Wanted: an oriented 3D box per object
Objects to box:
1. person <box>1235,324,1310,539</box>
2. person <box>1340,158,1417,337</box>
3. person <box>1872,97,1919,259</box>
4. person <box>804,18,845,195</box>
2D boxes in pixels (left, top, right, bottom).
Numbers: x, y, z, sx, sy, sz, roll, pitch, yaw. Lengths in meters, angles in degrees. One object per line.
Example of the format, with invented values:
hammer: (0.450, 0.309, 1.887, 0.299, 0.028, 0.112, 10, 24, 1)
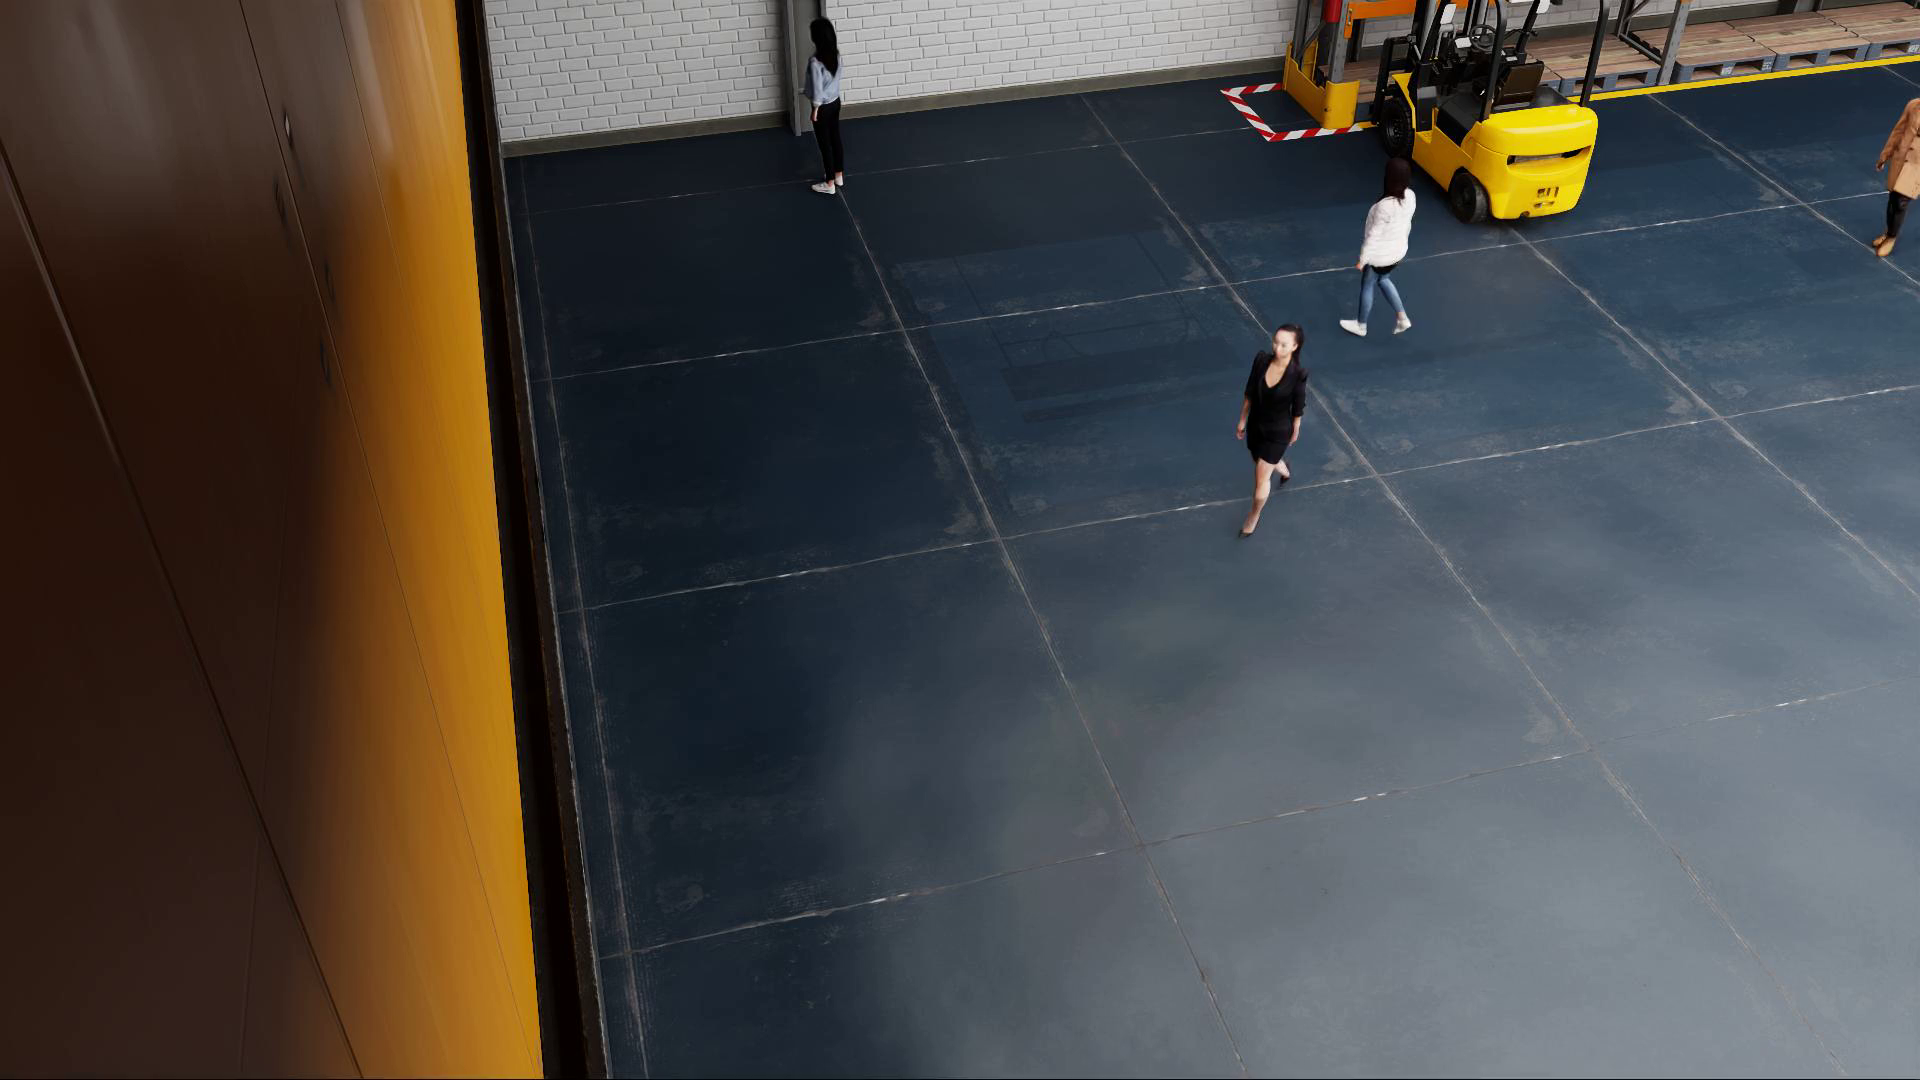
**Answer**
person: (2.223, -0.821, 11.760, 0.912, 1.670, 1.079, 30, 47, 32)
person: (3.552, -2.362, 13.725, 0.909, 1.626, 0.915, -31, 48, -32)
person: (8.646, -3.436, 15.000, 0.781, 1.712, 0.731, -19, 43, -23)
person: (-1.283, -4.151, 15.897, 0.739, 1.711, 0.691, 16, 41, 19)
